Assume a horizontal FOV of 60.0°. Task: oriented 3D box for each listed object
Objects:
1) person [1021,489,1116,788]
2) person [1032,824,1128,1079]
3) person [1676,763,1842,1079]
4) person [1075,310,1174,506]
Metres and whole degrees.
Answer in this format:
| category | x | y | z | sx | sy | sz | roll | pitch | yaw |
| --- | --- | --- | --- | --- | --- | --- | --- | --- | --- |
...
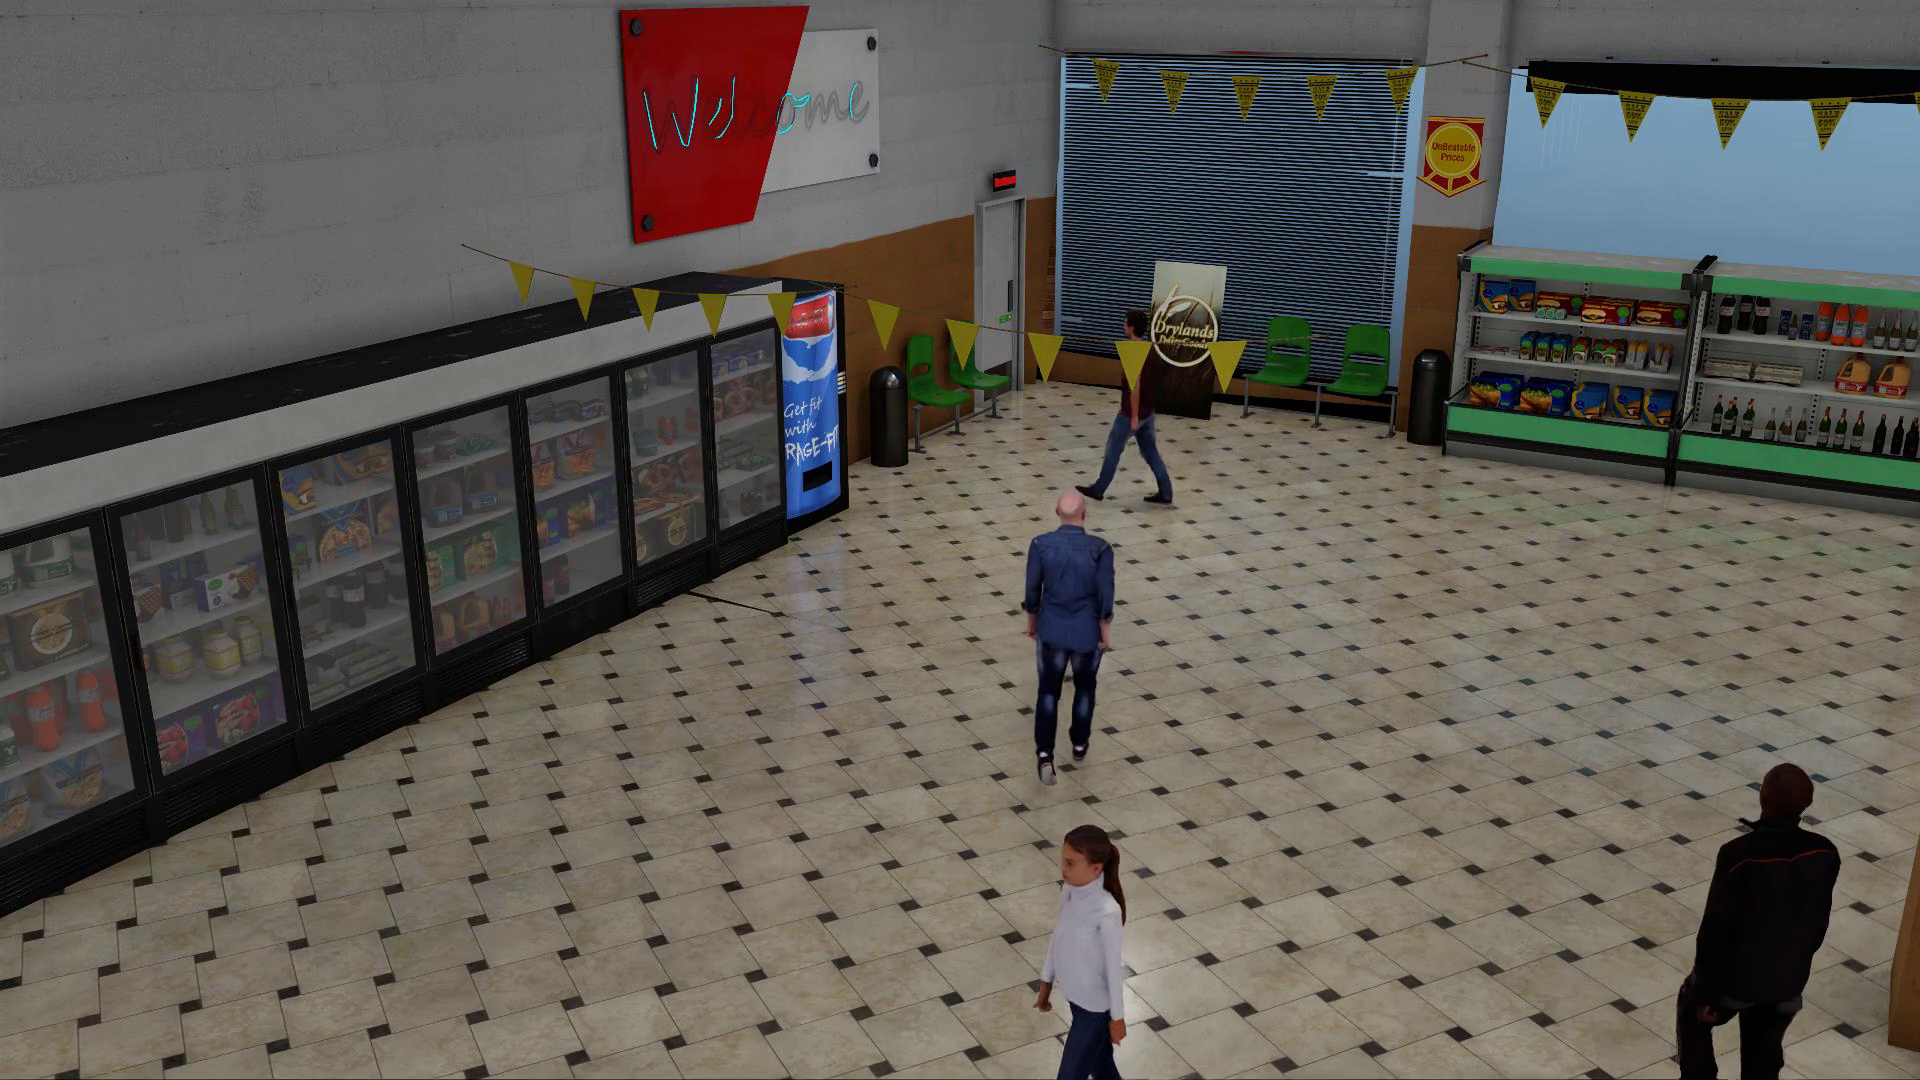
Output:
| category | x | y | z | sx | sy | sz | roll | pitch | yaw |
| --- | --- | --- | --- | --- | --- | --- | --- | --- | --- |
| person | 0.642 | 0.608 | 9.965 | 1.164 | 1.795 | 1.032 | 3 | 19 | 9 |
| person | 0.599 | 1.839 | 6.726 | 0.860 | 1.531 | 0.875 | -10 | 21 | -27 |
| person | 3.162 | 1.759 | 6.534 | 0.862 | 1.806 | 0.935 | 0 | 19 | 0 |
| person | 1.686 | -1.152 | 15.169 | 1.101 | 1.804 | 0.660 | 10 | 21 | 27 |
